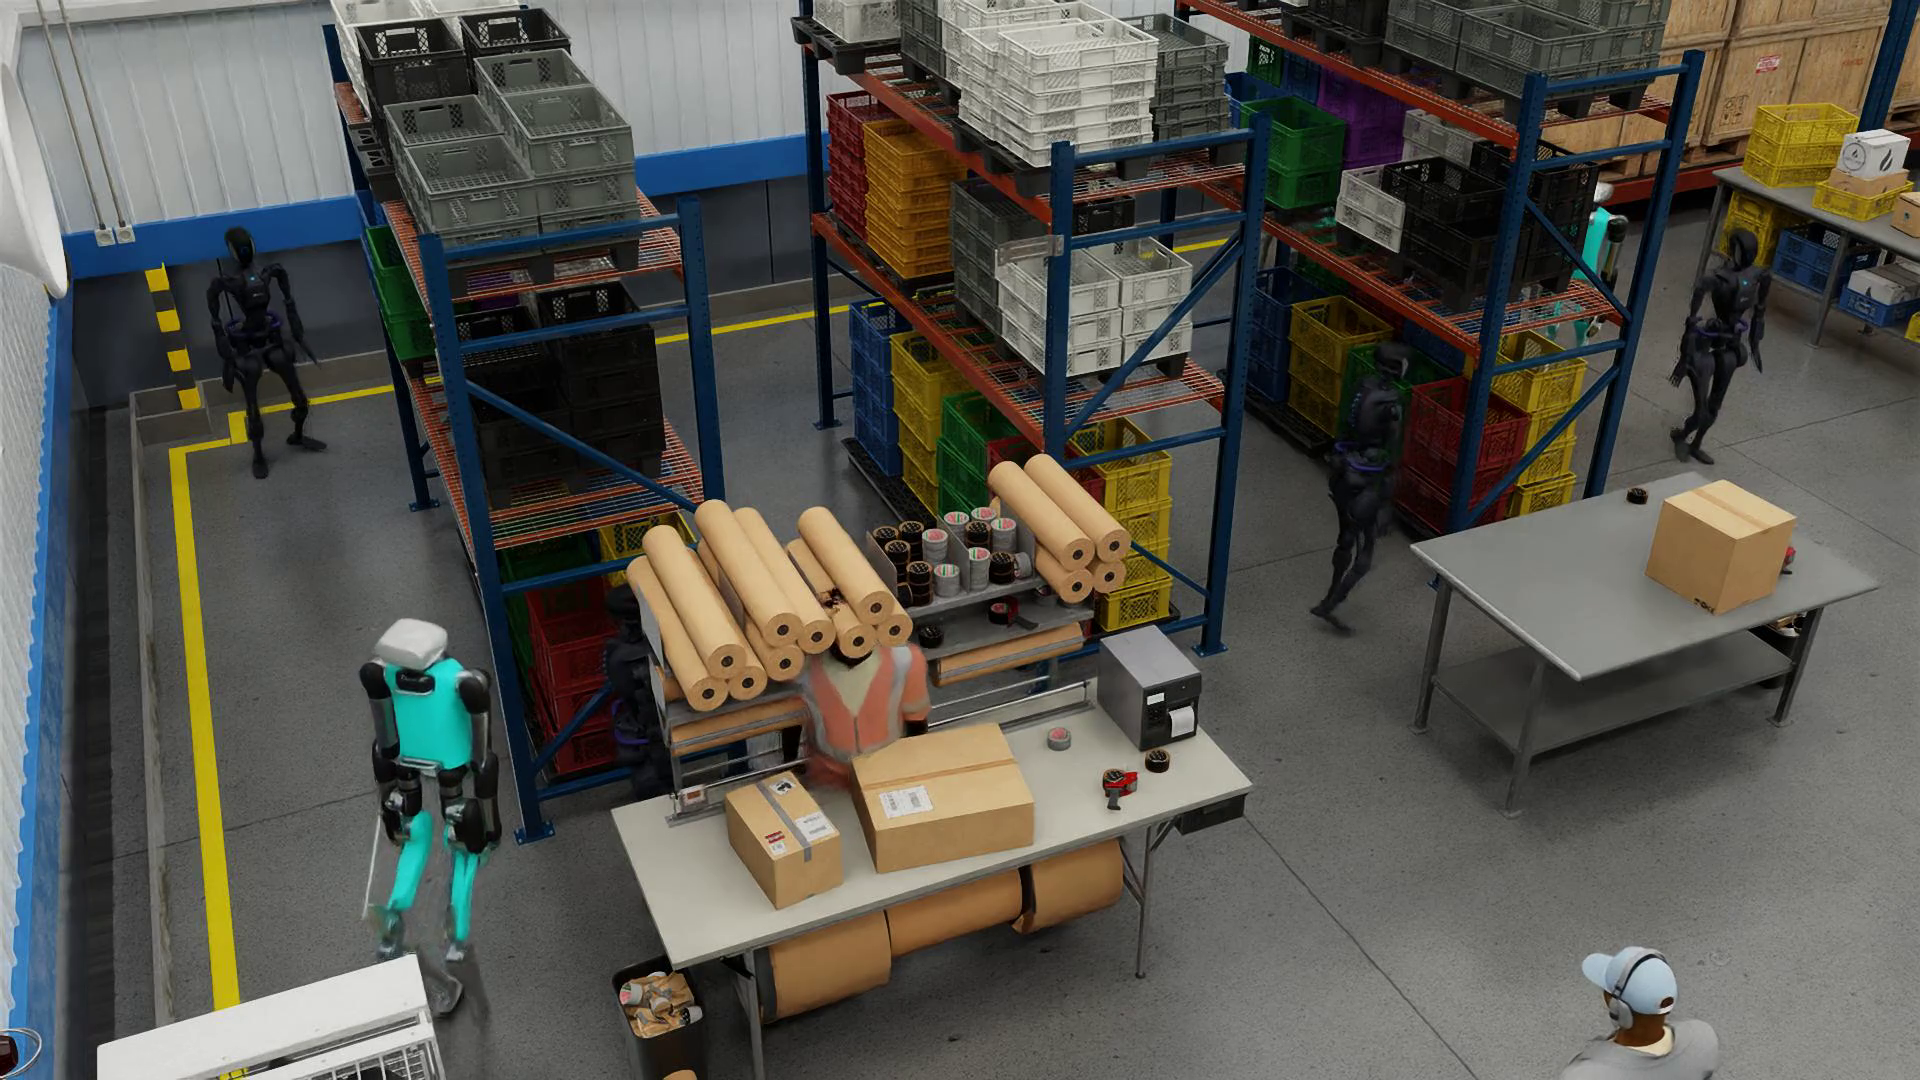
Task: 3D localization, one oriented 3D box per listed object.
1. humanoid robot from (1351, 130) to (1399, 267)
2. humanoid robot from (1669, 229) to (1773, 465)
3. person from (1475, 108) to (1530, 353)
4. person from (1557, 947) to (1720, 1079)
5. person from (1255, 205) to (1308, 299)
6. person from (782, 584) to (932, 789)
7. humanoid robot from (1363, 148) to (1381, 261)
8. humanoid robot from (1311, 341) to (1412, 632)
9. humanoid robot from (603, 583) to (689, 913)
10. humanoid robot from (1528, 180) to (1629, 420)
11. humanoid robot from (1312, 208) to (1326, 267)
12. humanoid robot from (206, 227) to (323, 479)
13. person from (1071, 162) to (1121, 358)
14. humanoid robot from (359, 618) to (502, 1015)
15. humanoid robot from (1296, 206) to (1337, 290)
[{"bbox_3d":[3.095,-2.292,12.362,0.588,1.635,0.655,-24,39,-34],"label":"humanoid robot"},{"bbox_3d":[4.839,-1.214,10.599,0.613,1.647,0.371,-7,32,-11],"label":"humanoid robot"},{"bbox_3d":[3.890,-2.236,12.062,0.359,1.883,0.572,-13,34,-20],"label":"person"},{"bbox_3d":[1.994,1.980,5.249,0.587,1.848,0.396,-13,34,-21],"label":"person"},{"bbox_3d":[2.532,-2.702,12.882,0.586,1.823,0.405,-4,32,-6],"label":"person"},{"bbox_3d":[-0.434,0.952,6.842,0.663,1.936,0.480,-4,32,-6],"label":"person"},{"bbox_3d":[3.272,-2.939,13.399,0.616,1.639,0.388,20,37,29],"label":"humanoid robot"},{"bbox_3d":[2.176,-0.307,9.133,0.443,1.644,0.602,-5,32,-9],"label":"humanoid robot"},{"bbox_3d":[-1.317,0.894,7.170,0.332,1.652,0.584,-9,33,-14],"label":"humanoid robot"},{"bbox_3d":[4.118,-1.651,11.155,0.530,1.705,0.709,16,35,24],"label":"humanoid robot"},{"bbox_3d":[2.807,-2.842,13.166,0.541,1.771,0.708,3,32,6],"label":"humanoid robot"},{"bbox_3d":[-4.470,-1.235,10.624,0.380,1.638,0.593,26,40,36],"label":"humanoid robot"},{"bbox_3d":[0.786,-2.295,12.233,0.635,1.794,0.775,-11,33,-18],"label":"person"},{"bbox_3d":[-2.130,1.243,6.614,0.539,1.847,0.724,7,32,11],"label":"humanoid robot"},{"bbox_3d":[2.881,-2.434,12.561,0.571,1.767,0.987,-10,33,-16],"label":"humanoid robot"}]
